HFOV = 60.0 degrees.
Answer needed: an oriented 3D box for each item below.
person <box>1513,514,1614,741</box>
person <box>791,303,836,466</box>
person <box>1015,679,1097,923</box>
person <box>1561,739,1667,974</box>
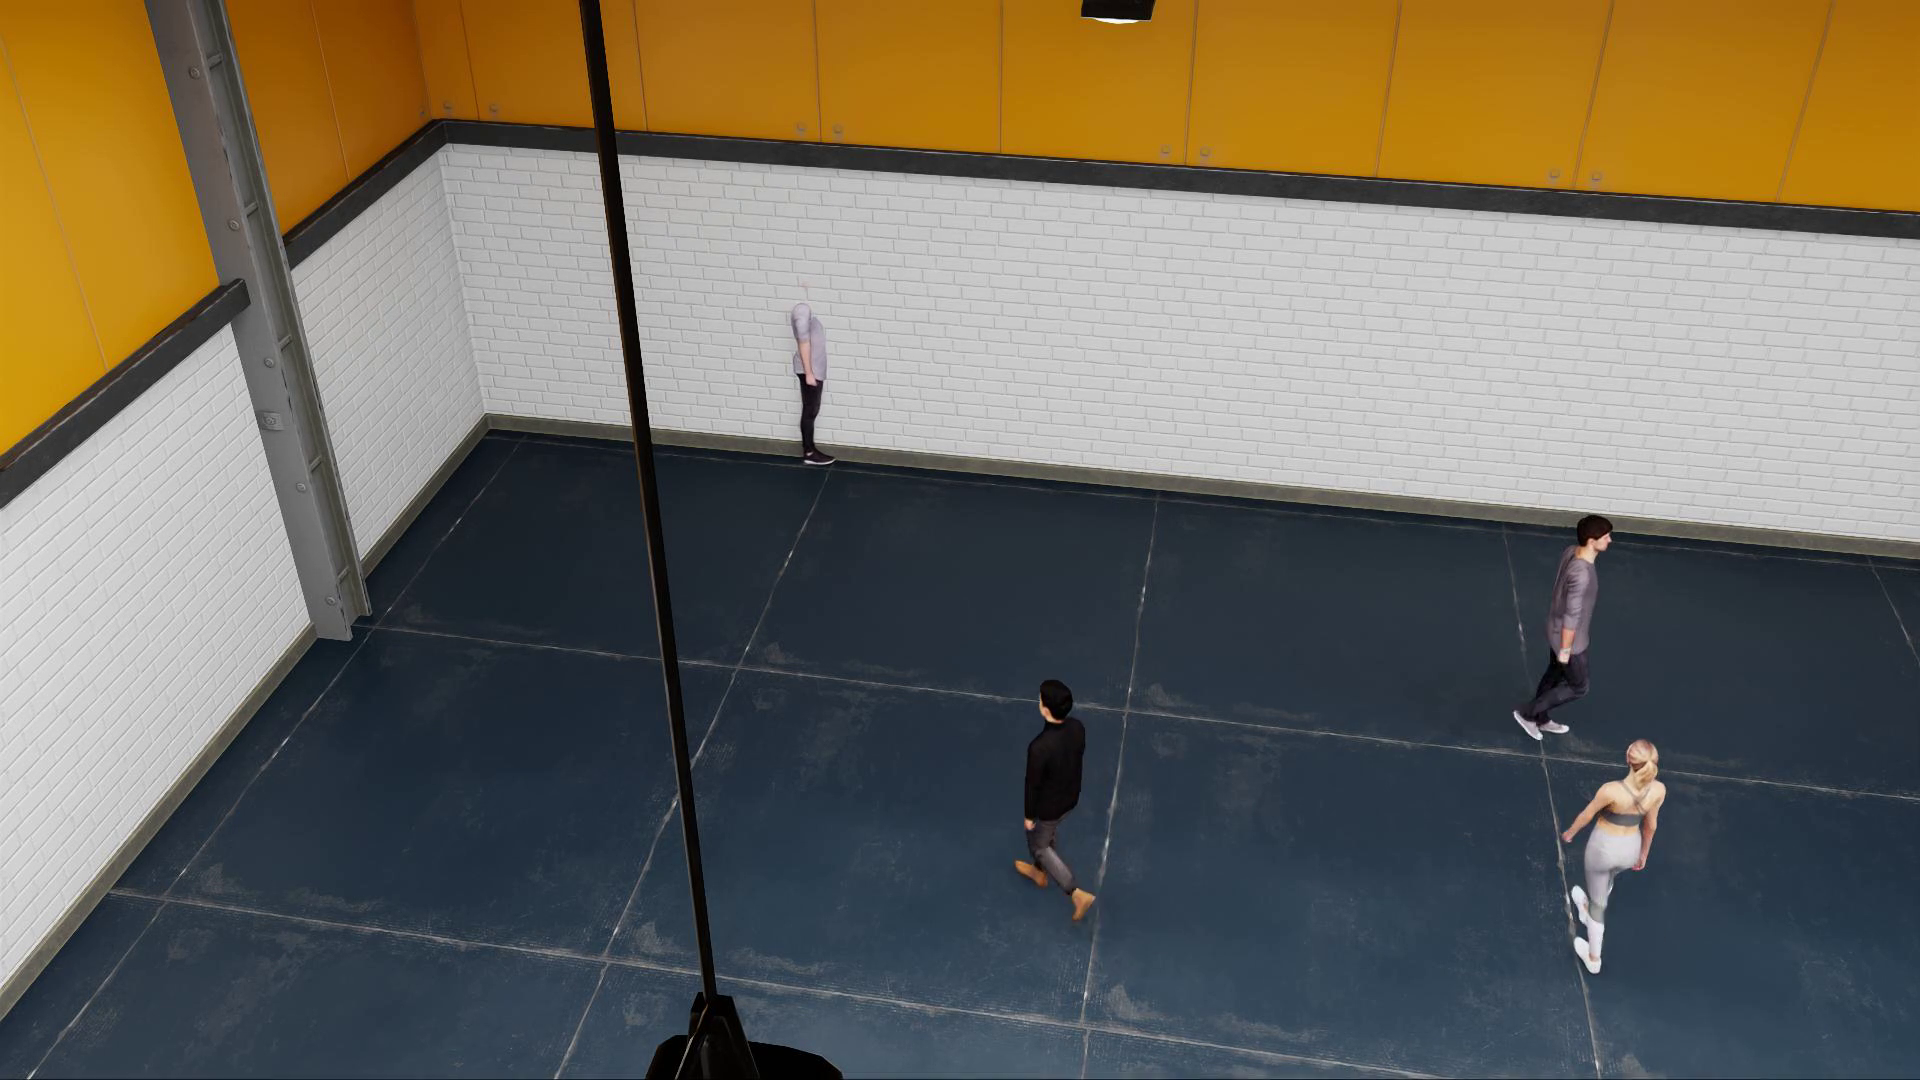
[{"bbox_3d":[4.187,0.635,11.689,0.769,1.841,0.611,7,34,10],"label":"person"},{"bbox_3d":[-1.355,-1.580,15.026,0.761,1.835,0.575,1,34,2],"label":"person"},{"bbox_3d":[0.618,1.627,10.322,1.021,1.701,1.034,28,43,35],"label":"person"},{"bbox_3d":[3.904,1.917,9.900,0.719,1.685,0.932,-3,34,-5],"label":"person"}]
